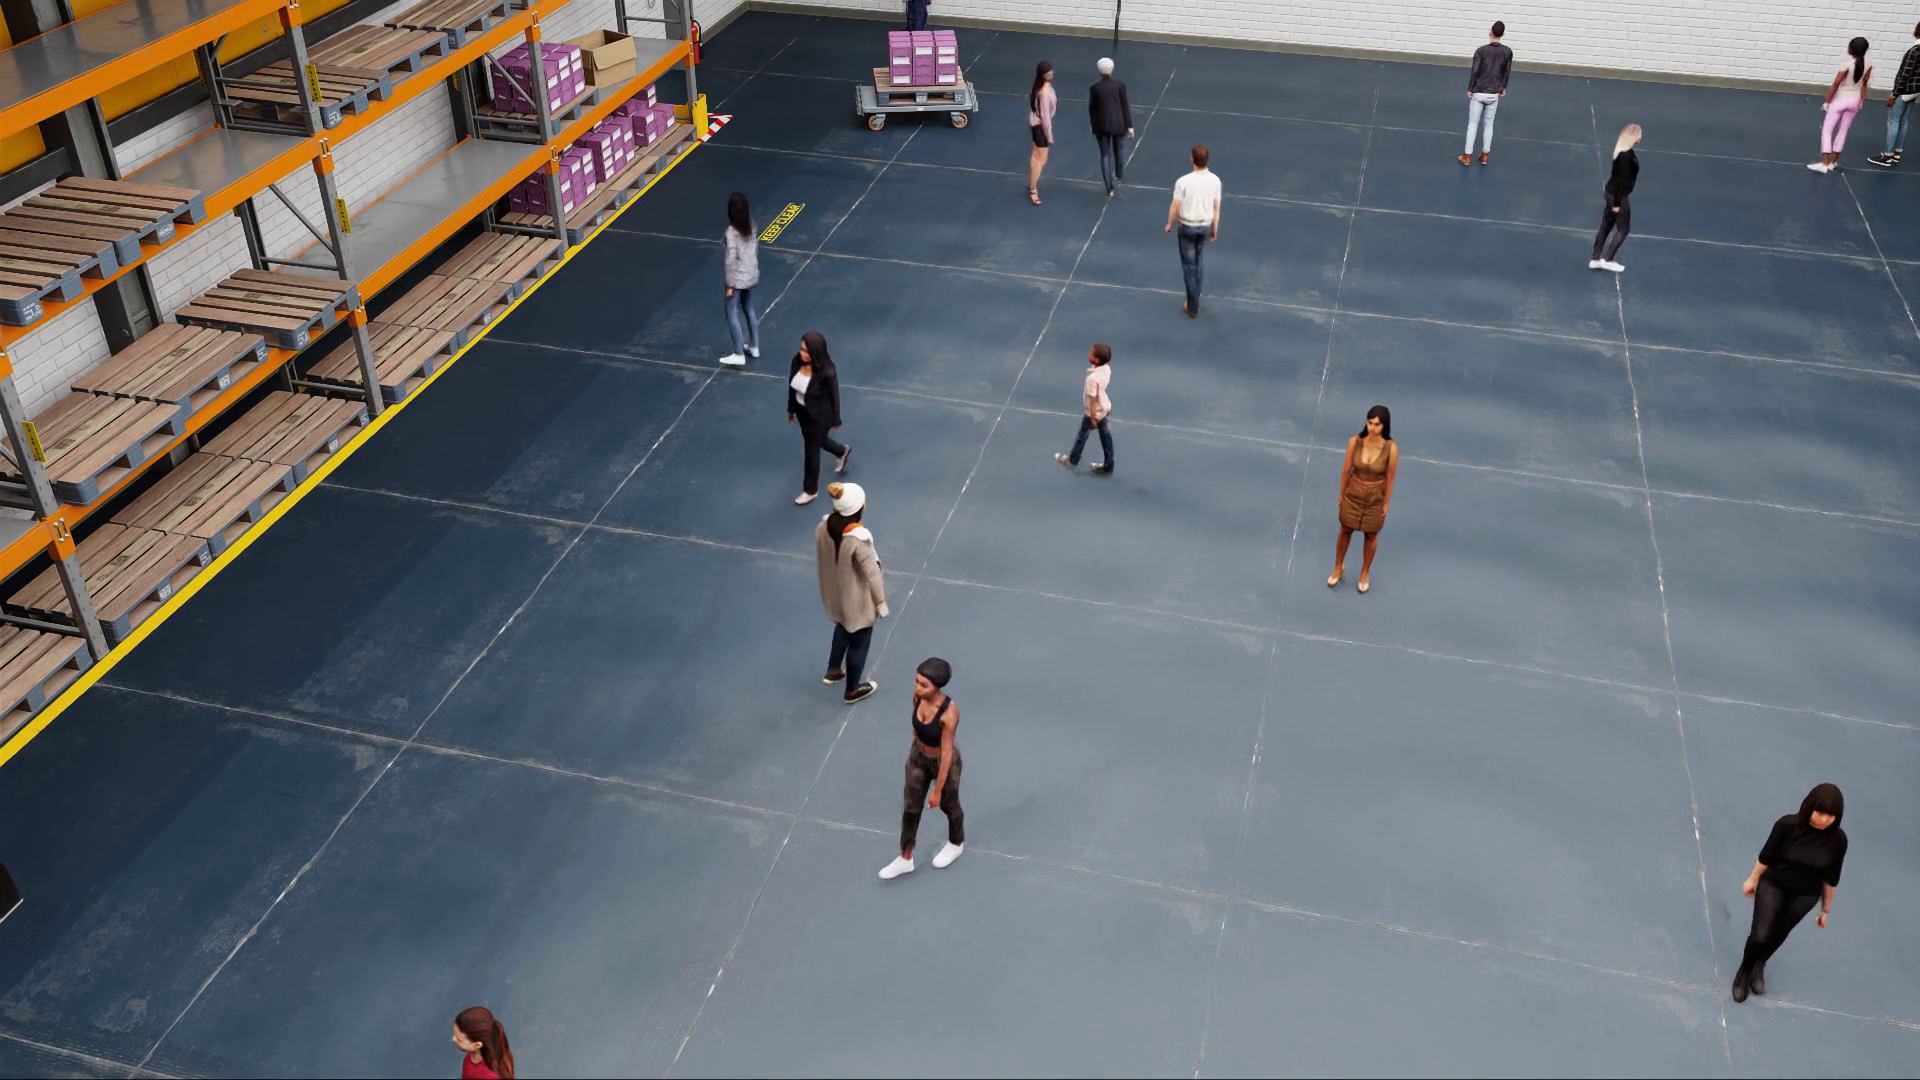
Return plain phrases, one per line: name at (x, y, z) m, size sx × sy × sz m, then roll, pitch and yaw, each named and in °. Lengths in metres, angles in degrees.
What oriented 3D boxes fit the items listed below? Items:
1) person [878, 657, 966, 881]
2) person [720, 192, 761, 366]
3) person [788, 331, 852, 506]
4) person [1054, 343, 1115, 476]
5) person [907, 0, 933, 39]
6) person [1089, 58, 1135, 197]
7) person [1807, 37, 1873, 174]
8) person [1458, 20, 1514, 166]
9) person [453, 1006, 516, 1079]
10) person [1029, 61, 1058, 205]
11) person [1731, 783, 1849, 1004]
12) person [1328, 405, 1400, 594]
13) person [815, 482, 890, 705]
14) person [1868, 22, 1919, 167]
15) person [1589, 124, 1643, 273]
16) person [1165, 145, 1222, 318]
person at (-0.102, 1.424, 10.629) m, size 0.950 × 1.682 × 0.835 m, roll -27°, pitch 42°, yaw -34°
person at (-2.171, -2.605, 16.677) m, size 0.935 × 1.698 × 0.652 m, roll 11°, pitch 35°, yaw 16°
person at (-1.214, -1.132, 14.562) m, size 0.918 × 1.586 × 1.154 m, roll 25°, pitch 41°, yaw 32°
person at (1.283, -1.144, 14.850) m, size 0.730 × 1.288 × 0.785 m, roll 23°, pitch 40°, yaw 30°
person at (-0.680, -8.399, 25.307) m, size 0.951 × 1.794 × 0.801 m, roll -19°, pitch 38°, yaw -26°
person at (1.888, -5.026, 20.528) m, size 0.942 × 1.744 × 1.099 m, roll 3°, pitch 34°, yaw 5°
person at (11.195, -5.506, 21.017) m, size 0.734 × 1.725 × 0.701 m, roll 6°, pitch 34°, yaw 9°
person at (6.705, -5.695, 21.200) m, size 0.719 × 1.837 × 0.659 m, roll -2°, pitch 34°, yaw -3°
person at (-2.351, 2.927, 8.483) m, size 0.735 × 1.554 × 0.675 m, roll -12°, pitch 36°, yaw -18°
person at (0.942, -4.987, 20.184) m, size 0.803 × 1.782 × 0.627 m, roll -10°, pitch 35°, yaw -14°
person at (4.879, 2.003, 9.803) m, size 0.612 × 1.632 × 0.593 m, roll 10°, pitch 35°, yaw 15°
person at (3.231, -0.331, 13.264) m, size 0.587 × 1.689 × 0.552 m, roll 13°, pitch 36°, yaw 19°
person at (-0.859, 0.401, 11.988) m, size 0.837 × 1.882 × 0.817 m, roll -29°, pitch 43°, yaw -36°
person at (12.084, -5.707, 21.235) m, size 0.718 × 1.818 × 0.792 m, roll -20°, pitch 38°, yaw -27°
person at (7.211, -3.797, 18.488) m, size 0.725 × 1.678 × 0.557 m, roll 5°, pitch 34°, yaw 8°
person at (2.490, -3.209, 17.459) m, size 0.848 × 1.837 × 0.903 m, roll -10°, pitch 35°, yaw -15°
